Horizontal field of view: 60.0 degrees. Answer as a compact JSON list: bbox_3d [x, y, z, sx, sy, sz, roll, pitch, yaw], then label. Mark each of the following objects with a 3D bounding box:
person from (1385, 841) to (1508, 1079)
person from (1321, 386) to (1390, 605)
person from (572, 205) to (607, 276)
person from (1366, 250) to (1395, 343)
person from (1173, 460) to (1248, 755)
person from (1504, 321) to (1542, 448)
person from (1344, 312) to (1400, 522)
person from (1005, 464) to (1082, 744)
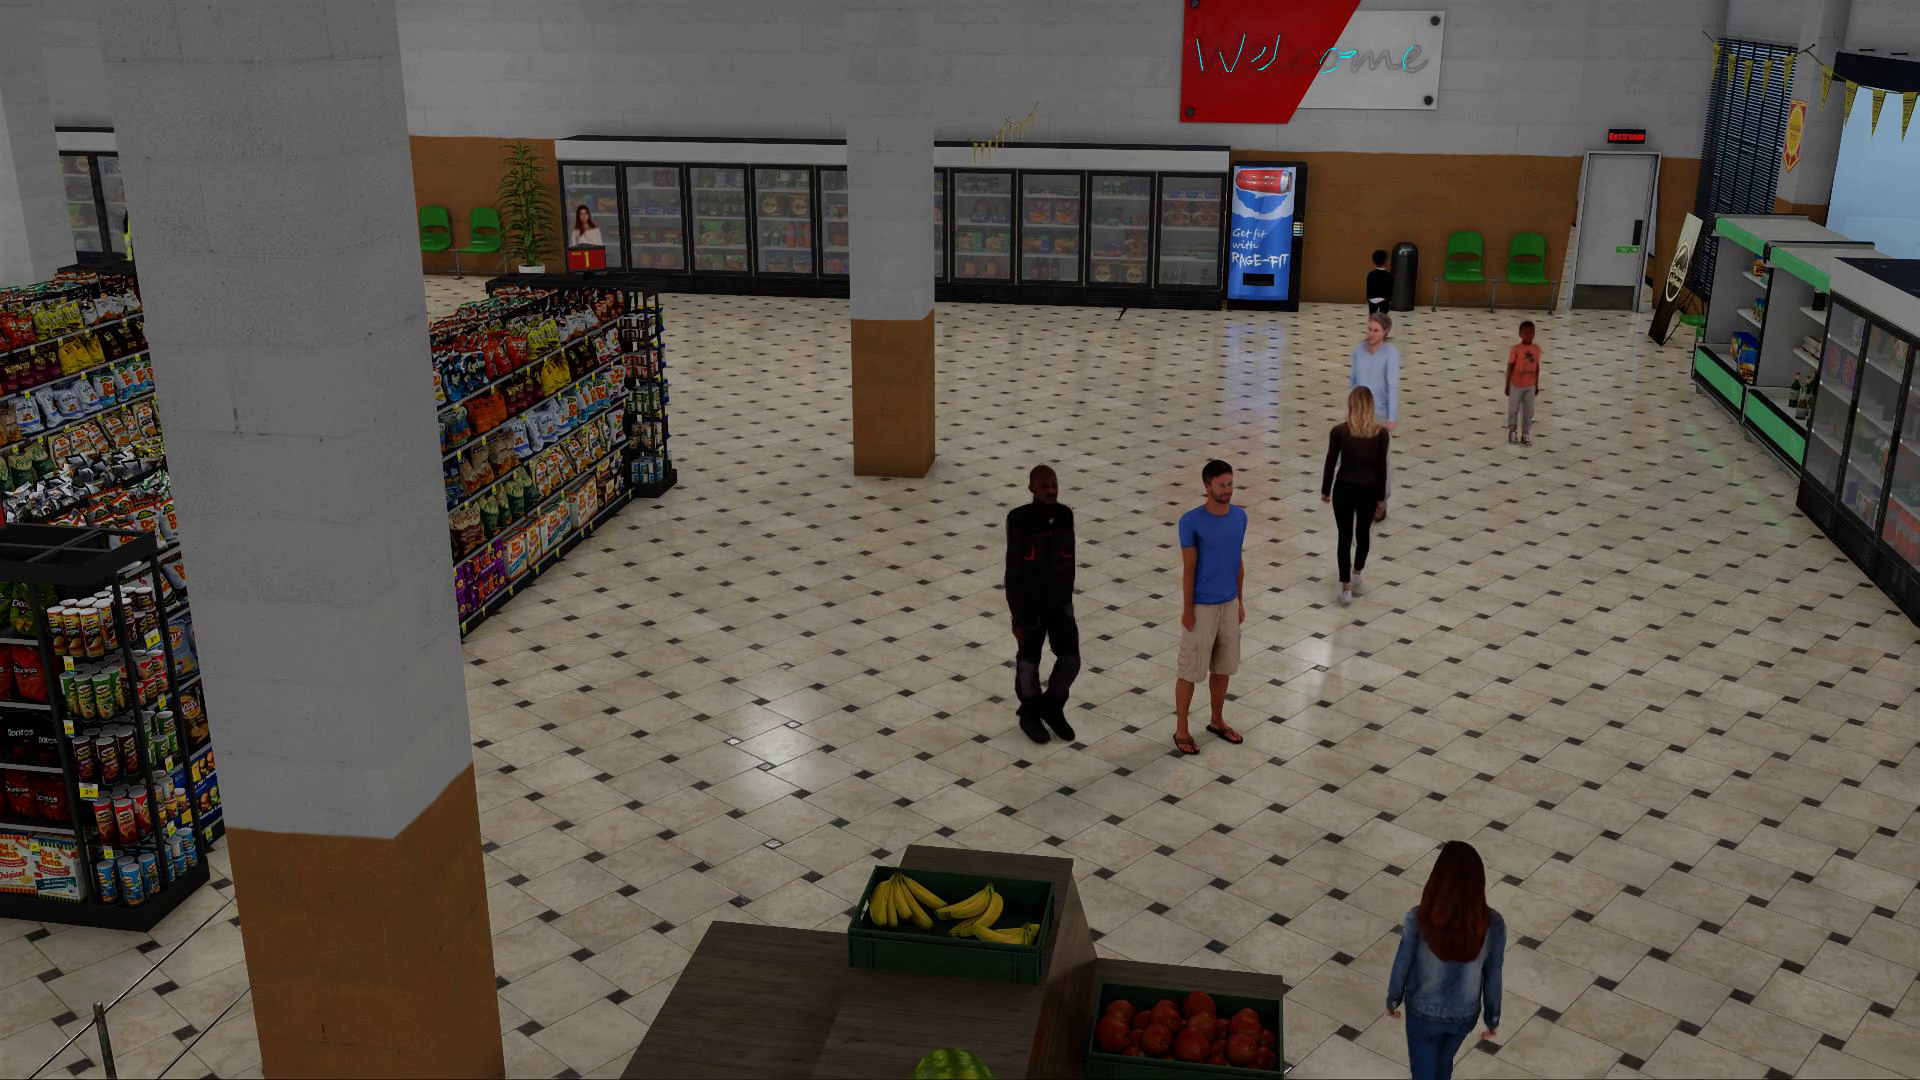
[{"bbox_3d":[1.911,1.912,6.557,0.670,1.450,1.036,1,19,2],"label":"person"},{"bbox_3d":[3.039,-0.321,12.826,0.629,1.675,0.917,4,19,11],"label":"person"},{"bbox_3d":[-5.134,-3.766,22.977,0.825,1.717,0.929,-8,20,-23],"label":"person"},{"bbox_3d":[5.620,-3.268,22.273,0.497,1.223,0.479,4,19,10],"label":"person"},{"bbox_3d":[1.568,0.390,10.423,0.734,1.864,0.764,-9,21,-25],"label":"person"},{"bbox_3d":[5.850,-1.645,17.345,0.540,1.296,0.709,2,19,6],"label":"person"},{"bbox_3d":[3.700,-1.121,14.872,0.857,1.883,0.809,-13,22,-33],"label":"person"},{"bbox_3d":[0.470,0.380,10.533,0.835,1.811,0.865,-8,20,-22],"label":"person"}]
